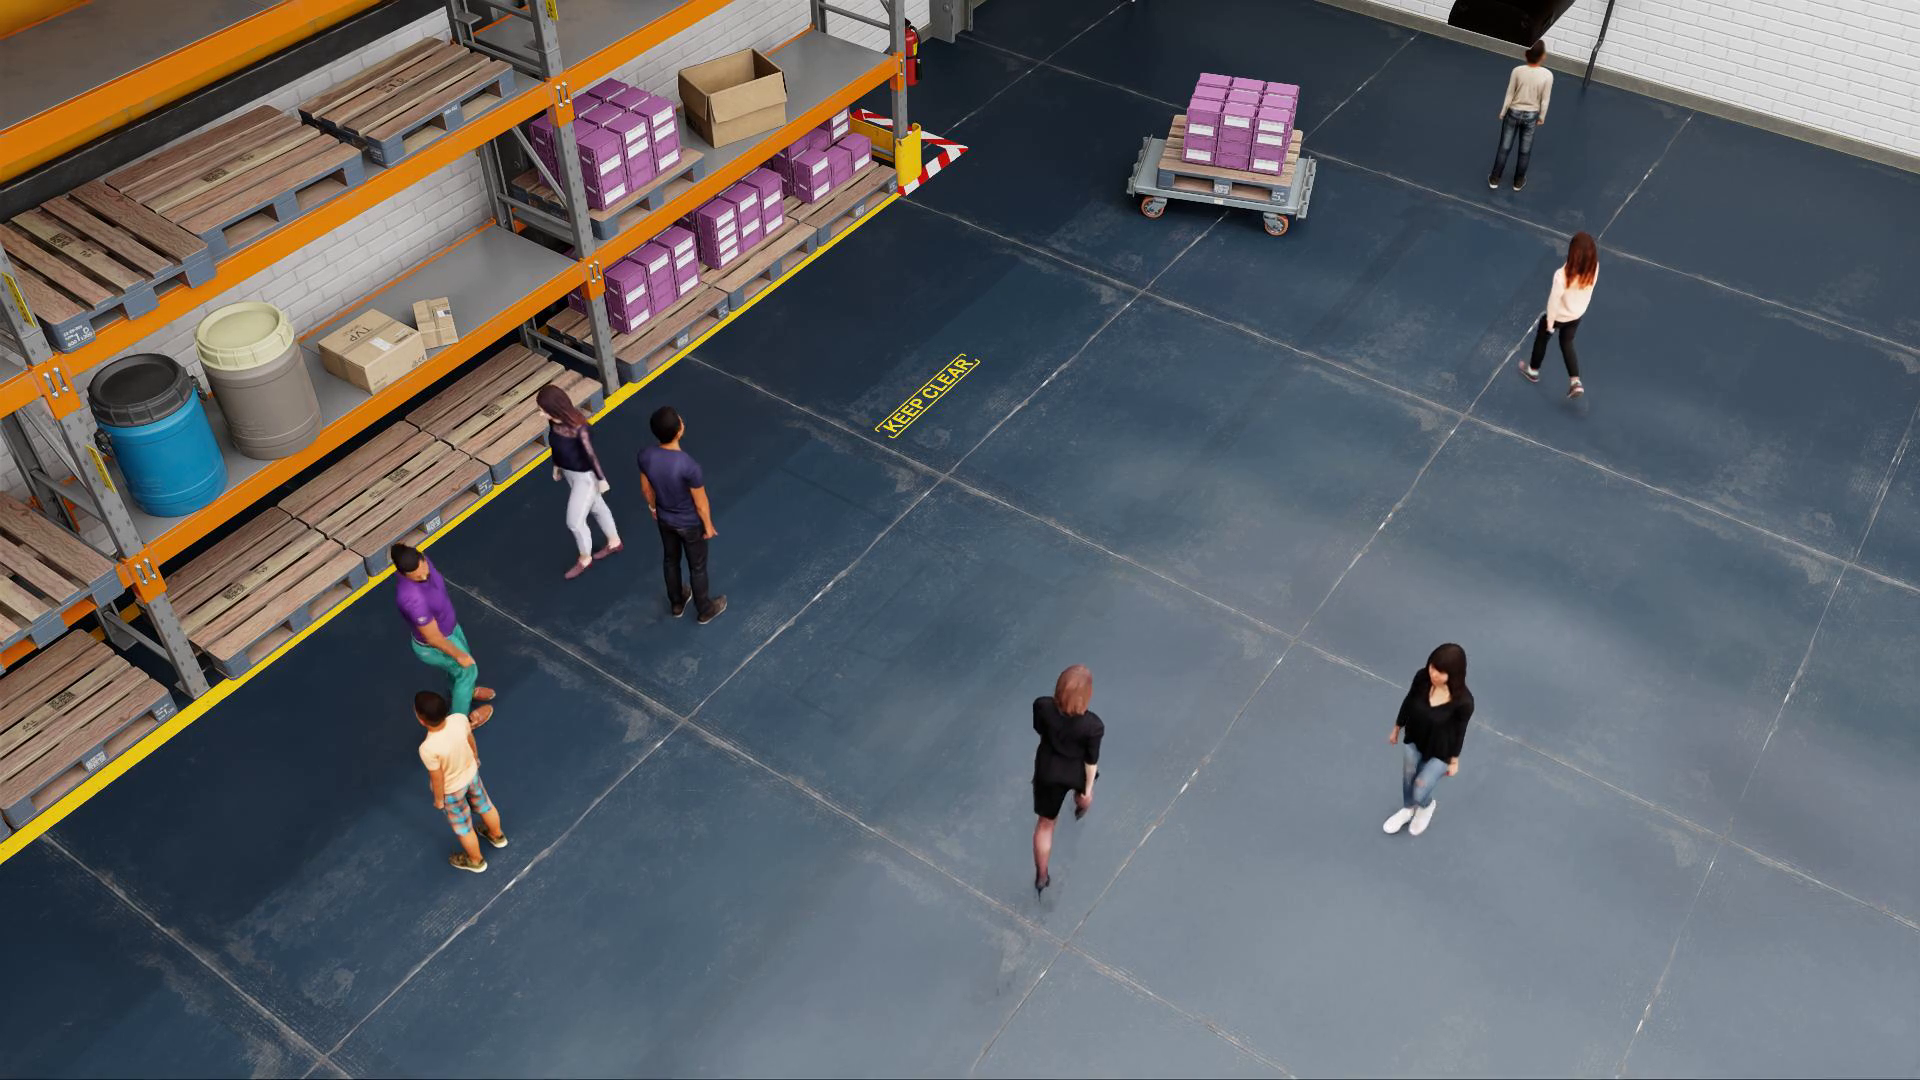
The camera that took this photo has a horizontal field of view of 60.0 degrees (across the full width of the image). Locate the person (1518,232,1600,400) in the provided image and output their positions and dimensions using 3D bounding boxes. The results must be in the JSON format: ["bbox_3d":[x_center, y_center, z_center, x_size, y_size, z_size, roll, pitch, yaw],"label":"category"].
[{"bbox_3d":[4.805,-1.752,13.107,0.925,1.463,0.932,-13,45,-14],"label":"person"}]

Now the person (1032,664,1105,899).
[{"bbox_3d":[0.563,1.416,9.643,0.785,1.655,1.113,13,45,14],"label":"person"}]

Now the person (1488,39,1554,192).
[{"bbox_3d":[5.199,-3.926,15.390,0.613,1.462,0.588,12,45,12],"label":"person"}]

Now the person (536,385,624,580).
[{"bbox_3d":[-2.606,-0.475,11.680,0.820,1.583,0.727,-32,52,-29],"label":"person"}]

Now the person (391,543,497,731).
[{"bbox_3d":[-3.307,0.654,10.401,0.863,1.713,0.828,-19,47,-19],"label":"person"}]

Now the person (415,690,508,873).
[{"bbox_3d":[-2.960,1.408,9.792,0.613,1.460,0.448,19,47,19],"label":"person"}]

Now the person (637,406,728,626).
[{"bbox_3d":[-1.893,-0.151,11.187,0.684,1.792,0.589,17,46,17],"label":"person"}]

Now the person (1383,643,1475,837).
[{"bbox_3d":[2.847,1.171,9.913,0.666,1.636,0.654,-30,51,-28],"label":"person"}]
